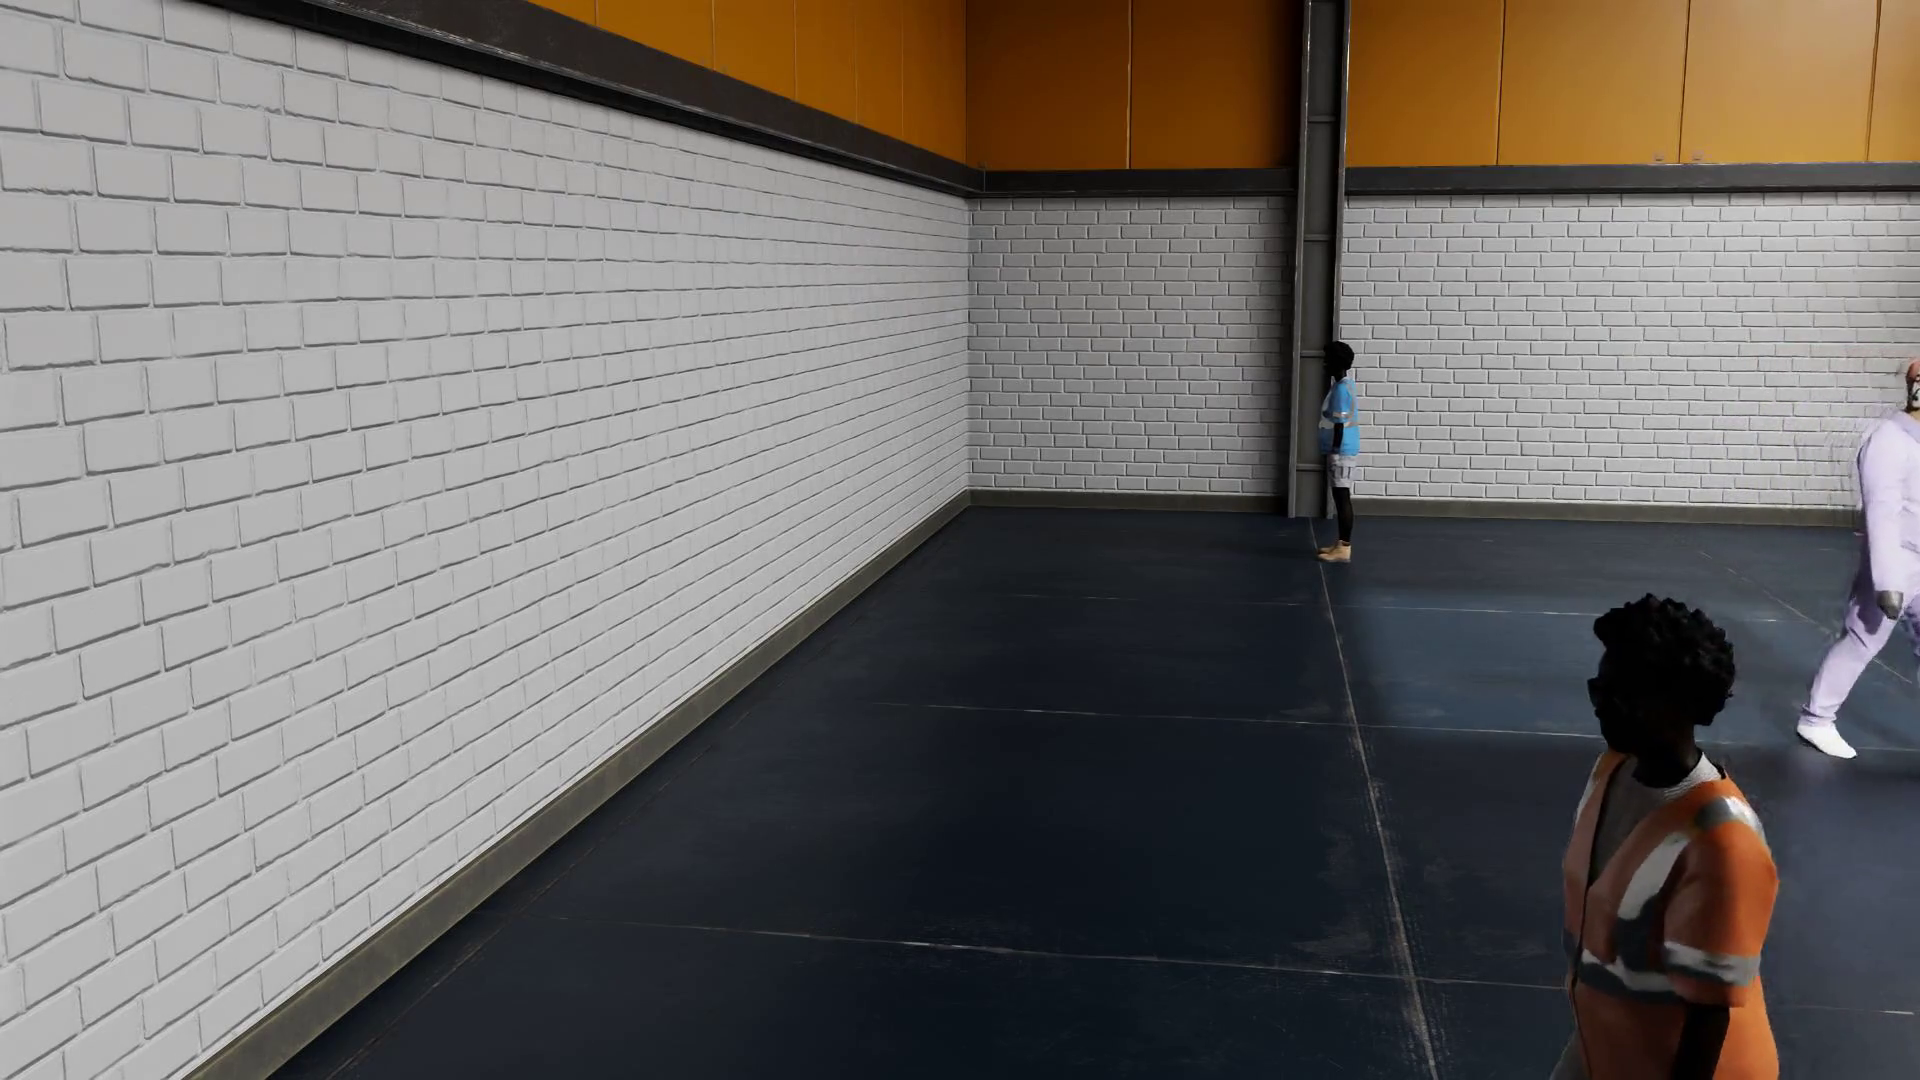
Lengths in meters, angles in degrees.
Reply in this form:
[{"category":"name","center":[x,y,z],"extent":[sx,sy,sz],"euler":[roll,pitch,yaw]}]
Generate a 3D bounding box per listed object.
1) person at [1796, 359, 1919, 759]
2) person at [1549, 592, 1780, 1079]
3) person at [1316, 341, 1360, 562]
[{"category":"person","center":[4.190,0.123,7.314],"extent":[0.667,1.853,1.017],"euler":[-5,10,-27]},{"category":"person","center":[1.130,0.919,2.904],"extent":[0.848,1.657,0.545],"euler":[-1,9,-4]},{"category":"person","center":[2.903,-0.676,12.763],"extent":[0.318,1.690,0.534],"euler":[2,9,13]}]
